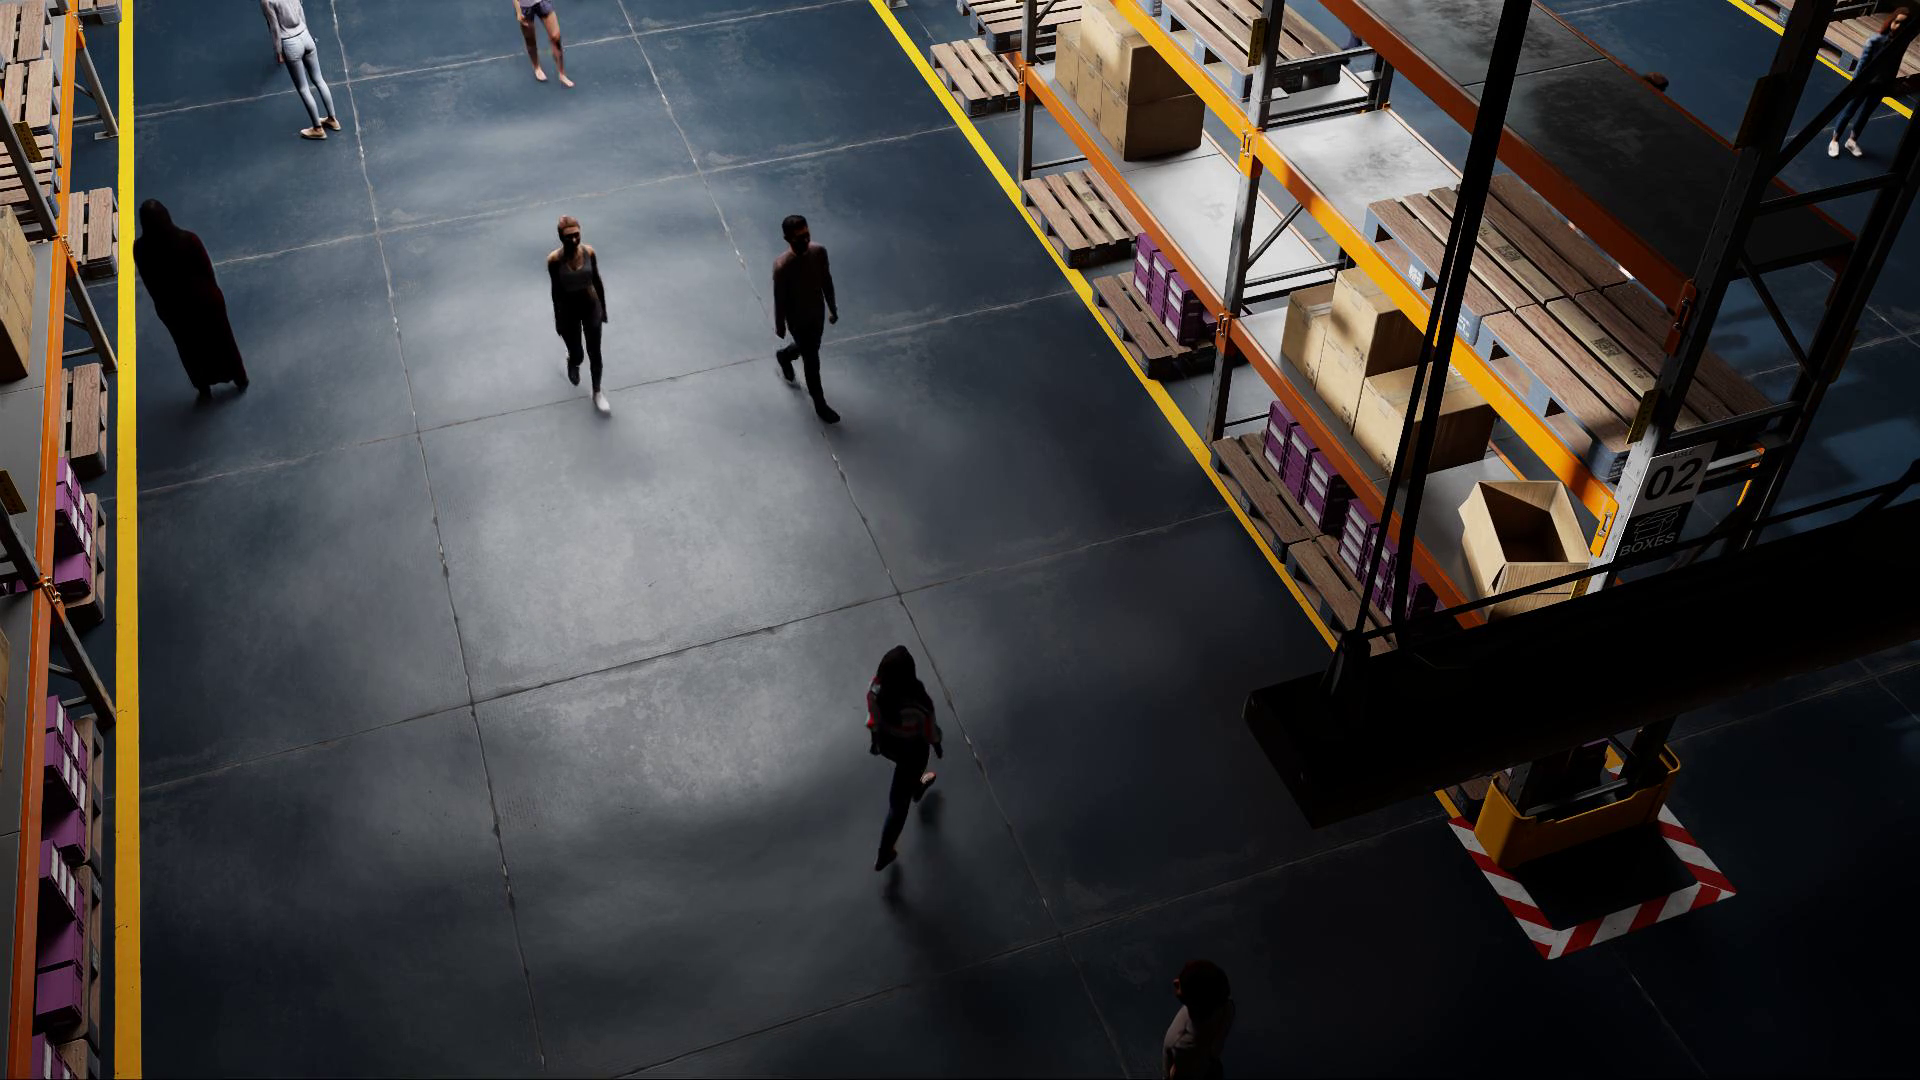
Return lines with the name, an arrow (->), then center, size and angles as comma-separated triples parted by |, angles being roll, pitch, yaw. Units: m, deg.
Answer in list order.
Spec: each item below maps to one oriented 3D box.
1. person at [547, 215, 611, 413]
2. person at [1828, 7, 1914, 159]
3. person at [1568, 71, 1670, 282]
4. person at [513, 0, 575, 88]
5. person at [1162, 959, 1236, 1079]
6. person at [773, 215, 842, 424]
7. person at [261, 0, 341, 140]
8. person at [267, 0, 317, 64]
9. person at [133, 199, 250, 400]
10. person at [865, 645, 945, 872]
person -> -2.974, -1.788, 12.869 | 0.687, 1.696, 0.858 | -24, 48, -23
person -> 8.609, -4.324, 15.690 | 0.618, 1.476, 0.600 | 0, 44, 0
person -> 5.622, -3.184, 14.244 | 0.920, 1.820, 1.304 | -28, 50, -26
person -> -4.327, -5.405, 16.673 | 0.709, 1.686, 0.871 | -24, 49, -23
person -> 1.125, 2.630, 8.089 | 0.755, 1.892, 0.698 | 18, 47, 18
person -> -1.236, -1.766, 12.812 | 0.920, 1.742, 1.188 | -26, 49, -25
person -> -6.317, -4.692, 15.847 | 0.715, 1.793, 0.656 | 18, 46, 18
person -> -7.092, -5.712, 16.937 | 0.812, 1.767, 0.853 | 8, 44, 9
person -> -5.979, -1.850, 12.891 | 0.649, 1.756, 0.584 | -15, 46, -15
person -> -0.368, 1.279, 9.737 | 1.066, 1.576, 1.107 | 19, 47, 19
